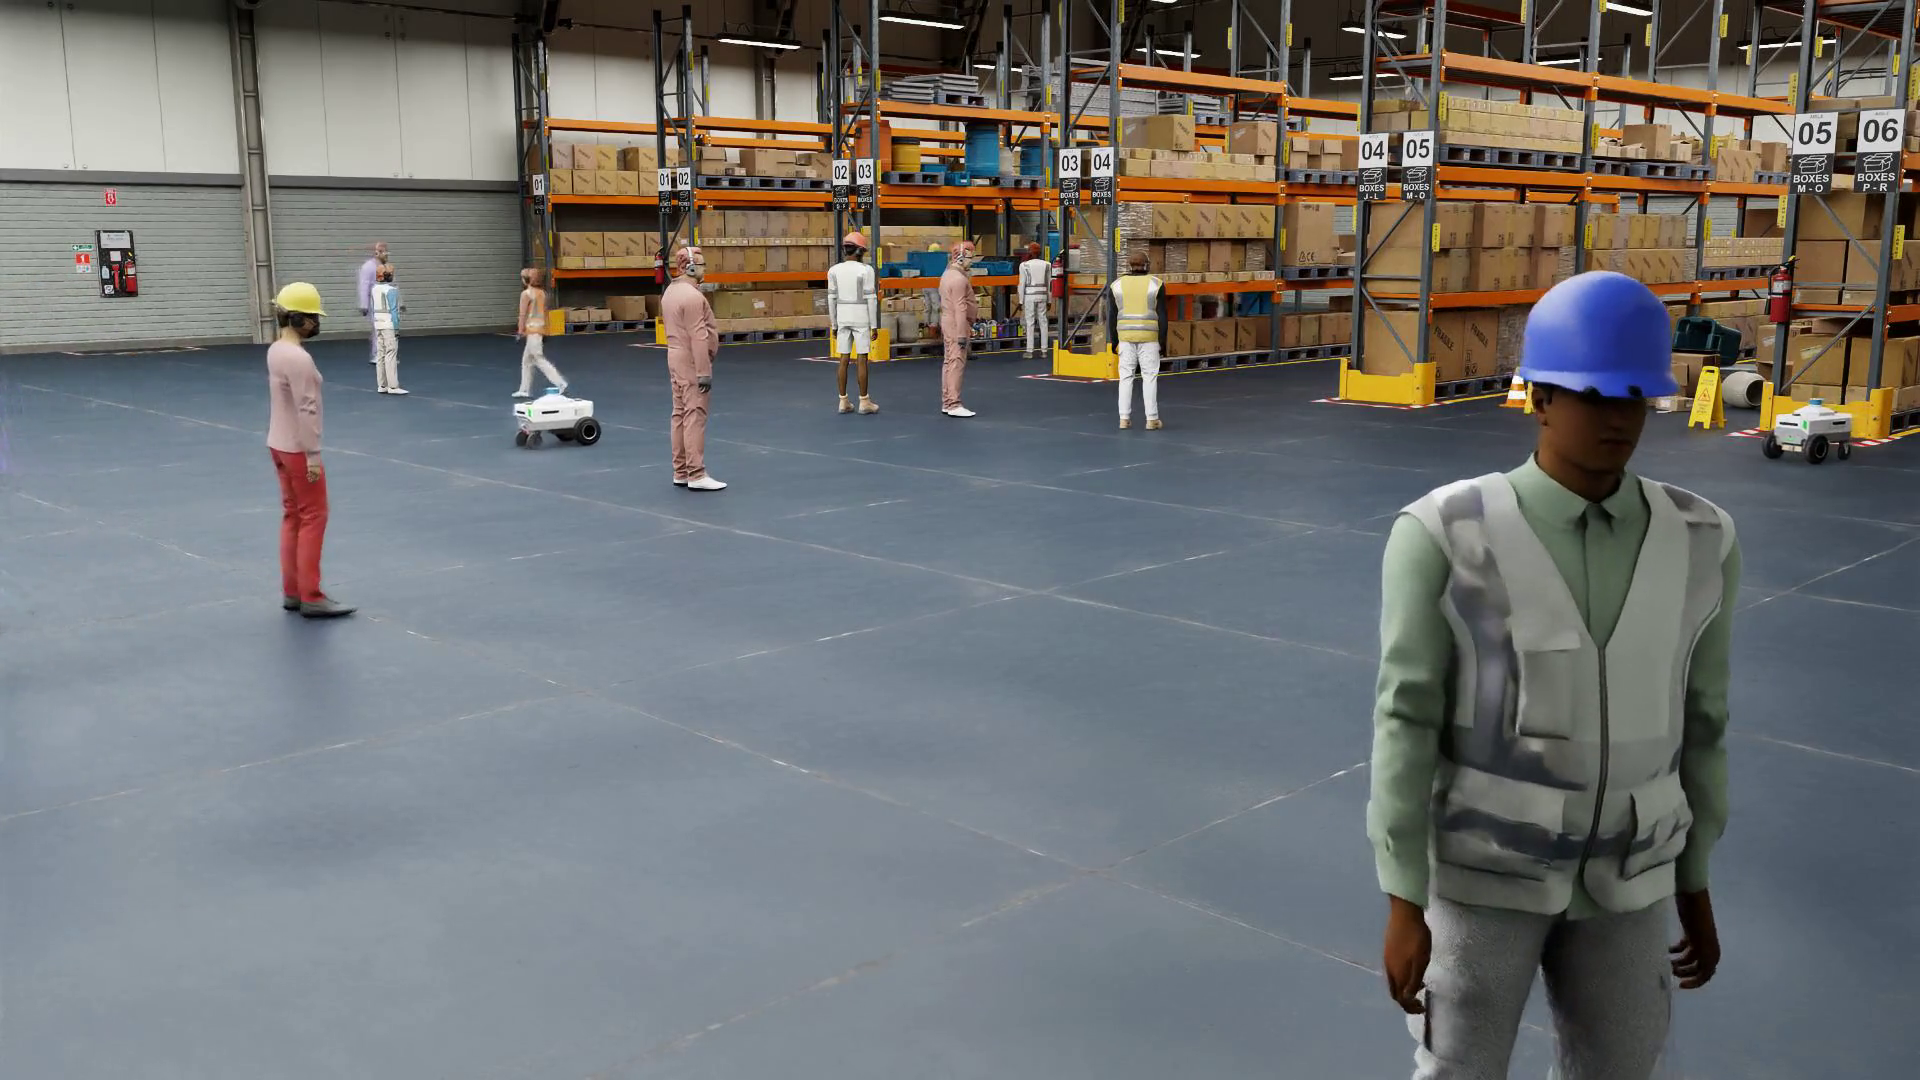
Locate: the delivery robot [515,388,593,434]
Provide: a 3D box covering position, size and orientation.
[{"bbox_3d":[-3.907,-1.223,16.013,0.707,0.478,0.477,-9,13,-39],"label":"delivery robot"}]

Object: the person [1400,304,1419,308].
[{"bbox_3d":[6.871,-3.538,25.057,0.564,1.913,0.652,-7,12,-32],"label":"person"}]

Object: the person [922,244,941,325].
[{"bbox_3d":[-0.514,-4.860,32.494,0.404,1.833,0.591,-9,14,-40],"label":"person"}]

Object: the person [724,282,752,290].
[{"bbox_3d":[-4.646,-5.395,35.200,0.567,1.905,0.839,8,13,38],"label":"person"}]

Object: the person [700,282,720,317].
[{"bbox_3d":[-5.045,-5.064,33.322,0.631,1.940,0.372,7,13,34],"label":"person"}]

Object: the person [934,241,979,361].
[{"bbox_3d":[-0.038,-3.828,26.647,0.642,1.913,0.566,-1,10,-6],"label":"person"}]

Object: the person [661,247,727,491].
[{"bbox_3d":[-2.113,-1.356,13.188,0.410,1.909,0.643,-6,12,-29],"label":"person"}]

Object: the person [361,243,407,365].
[{"bbox_3d":[-8.904,-3.652,25.789,0.793,1.879,0.659,3,11,14],"label":"person"}]

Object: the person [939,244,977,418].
[{"bbox_3d":[-0.006,-2.328,18.515,0.404,1.900,0.641,-3,11,-13],"label":"person"}]

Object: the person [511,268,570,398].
[{"bbox_3d":[-5.171,-2.535,20.414,0.783,1.611,0.512,2,11,9],"label":"person"}]

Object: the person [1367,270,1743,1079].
[{"bbox_3d":[0.967,0.538,2.752,0.612,1.948,0.390,-1,10,-5],"label":"person"}]

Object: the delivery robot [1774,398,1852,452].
[{"bbox_3d":[7.688,-1.033,14.978,0.707,0.478,0.477,-6,12,-28],"label":"delivery robot"}]

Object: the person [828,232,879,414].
[{"bbox_3d":[-1.193,-2.457,18.845,0.605,2.036,0.383,5,12,25],"label":"person"}]

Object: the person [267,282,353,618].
[{"bbox_3d":[-3.461,-0.475,8.795,0.352,1.753,0.531,-8,13,-36],"label":"person"}]

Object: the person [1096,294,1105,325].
[{"bbox_3d":[3.073,-5.244,34.571,0.527,1.846,0.744,6,12,32],"label":"person"}]

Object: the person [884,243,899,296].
[{"bbox_3d":[-1.496,-5.548,36.247,0.403,1.834,0.589,-6,12,-31],"label":"person"}]

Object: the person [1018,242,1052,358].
[{"bbox_3d":[1.231,-3.927,27.278,0.575,1.881,0.360,-3,11,-16],"label":"person"}]

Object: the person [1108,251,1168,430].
[{"bbox_3d":[1.863,-2.076,17.311,0.622,1.838,0.429,4,11,19],"label":"person"}]

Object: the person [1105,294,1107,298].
[{"bbox_3d":[2.662,-4.077,27.861,0.627,1.972,0.445,8,13,38],"label":"person"}]

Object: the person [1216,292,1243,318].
[{"bbox_3d":[4.621,-4.136,28.461,0.609,1.872,1.007,8,13,38],"label":"person"}]

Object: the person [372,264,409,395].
[{"bbox_3d":[-7.240,-2.660,21.027,0.525,1.639,0.307,10,14,42],"label":"person"}]

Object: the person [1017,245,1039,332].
[{"bbox_3d":[1.458,-5.196,34.450,0.884,1.798,0.602,-7,12,-33],"label":"person"}]
